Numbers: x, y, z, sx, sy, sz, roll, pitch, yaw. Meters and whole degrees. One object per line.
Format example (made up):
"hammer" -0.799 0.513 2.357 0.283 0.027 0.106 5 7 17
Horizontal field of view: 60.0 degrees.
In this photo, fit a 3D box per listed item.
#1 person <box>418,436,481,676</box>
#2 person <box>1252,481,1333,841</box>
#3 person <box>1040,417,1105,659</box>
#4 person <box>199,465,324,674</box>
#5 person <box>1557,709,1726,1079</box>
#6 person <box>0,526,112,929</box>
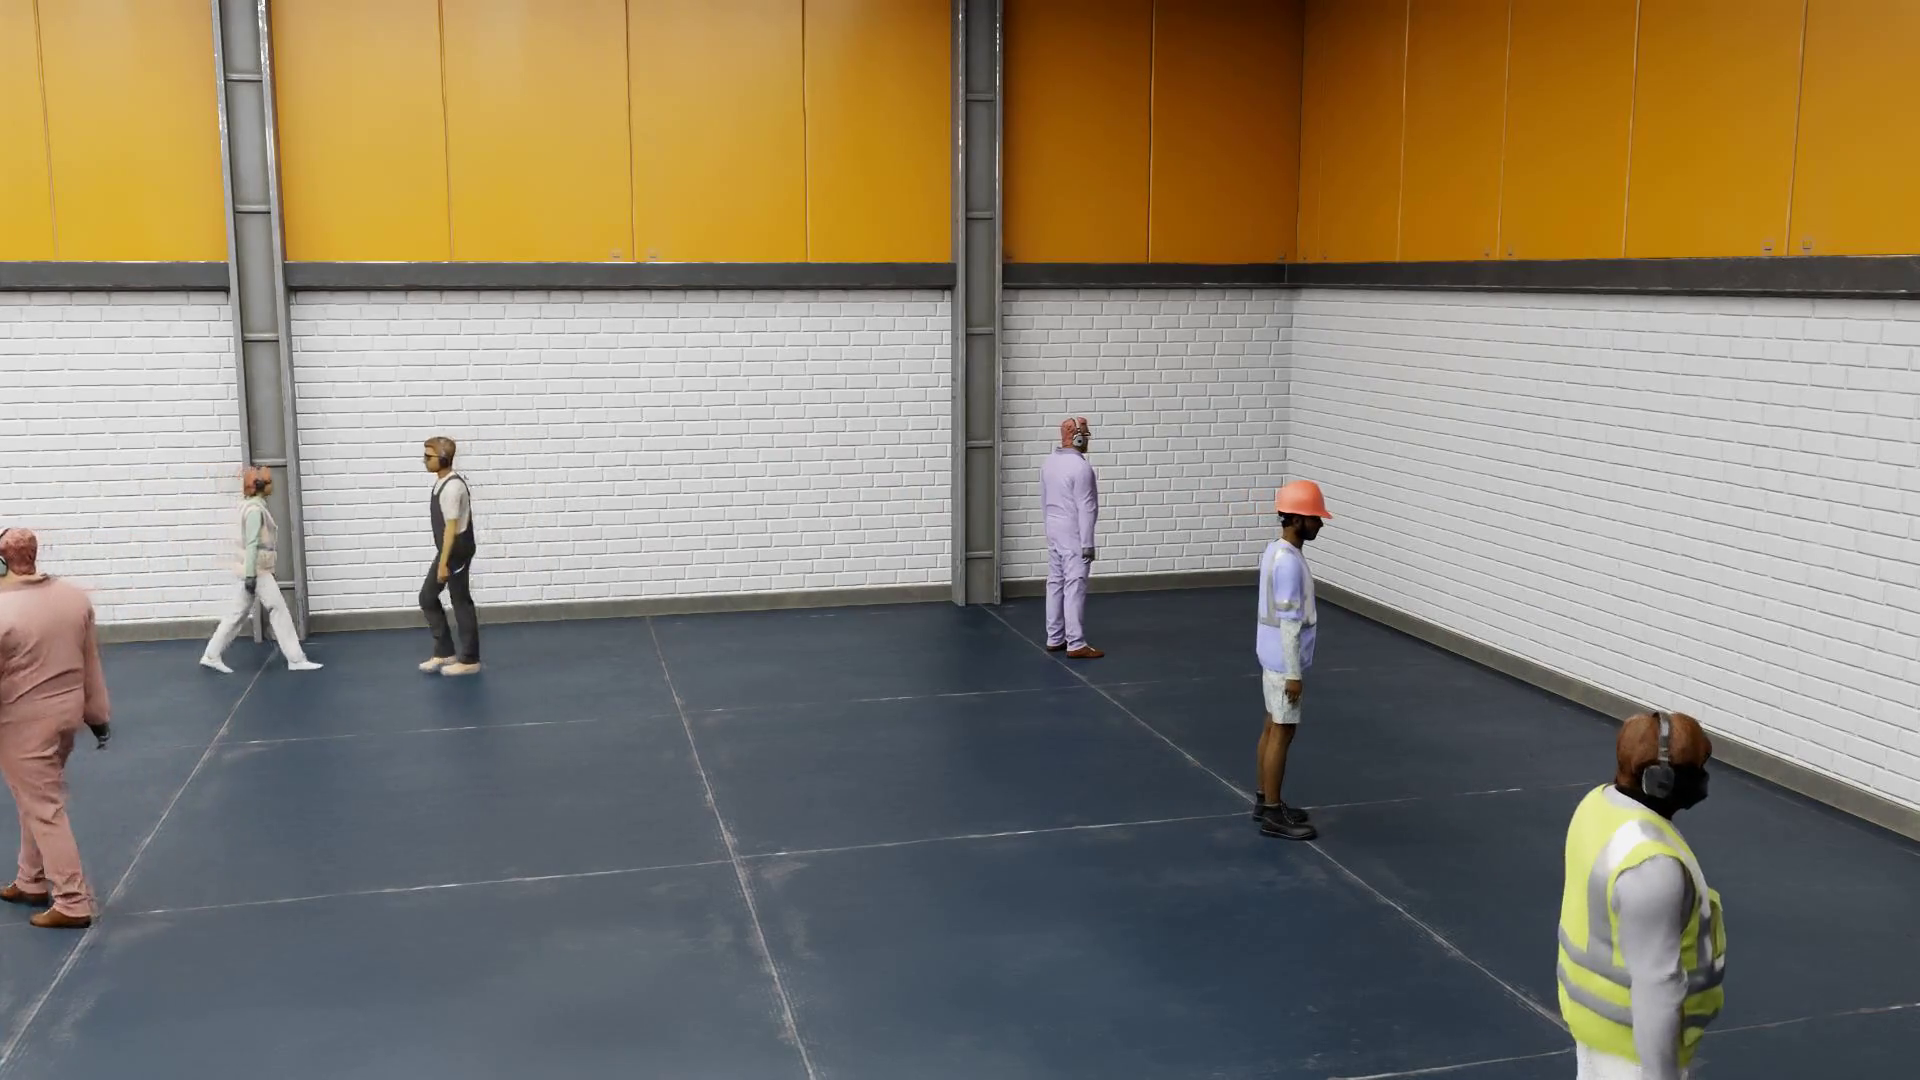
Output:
"person" -3.900 0.134 12.458 0.593 1.827 0.549 -4 10 -26
"person" 1.795 0.639 8.985 0.378 1.932 0.551 1 9 4
"person" 0.899 -0.022 13.198 0.400 1.910 0.643 -4 10 -26
"person" -5.365 0.233 12.584 0.856 1.599 0.529 -4 10 -24
"person" 1.911 1.374 4.692 0.429 1.842 0.633 1 9 7
"person" -4.392 0.866 7.743 0.815 1.876 0.692 2 9 13
